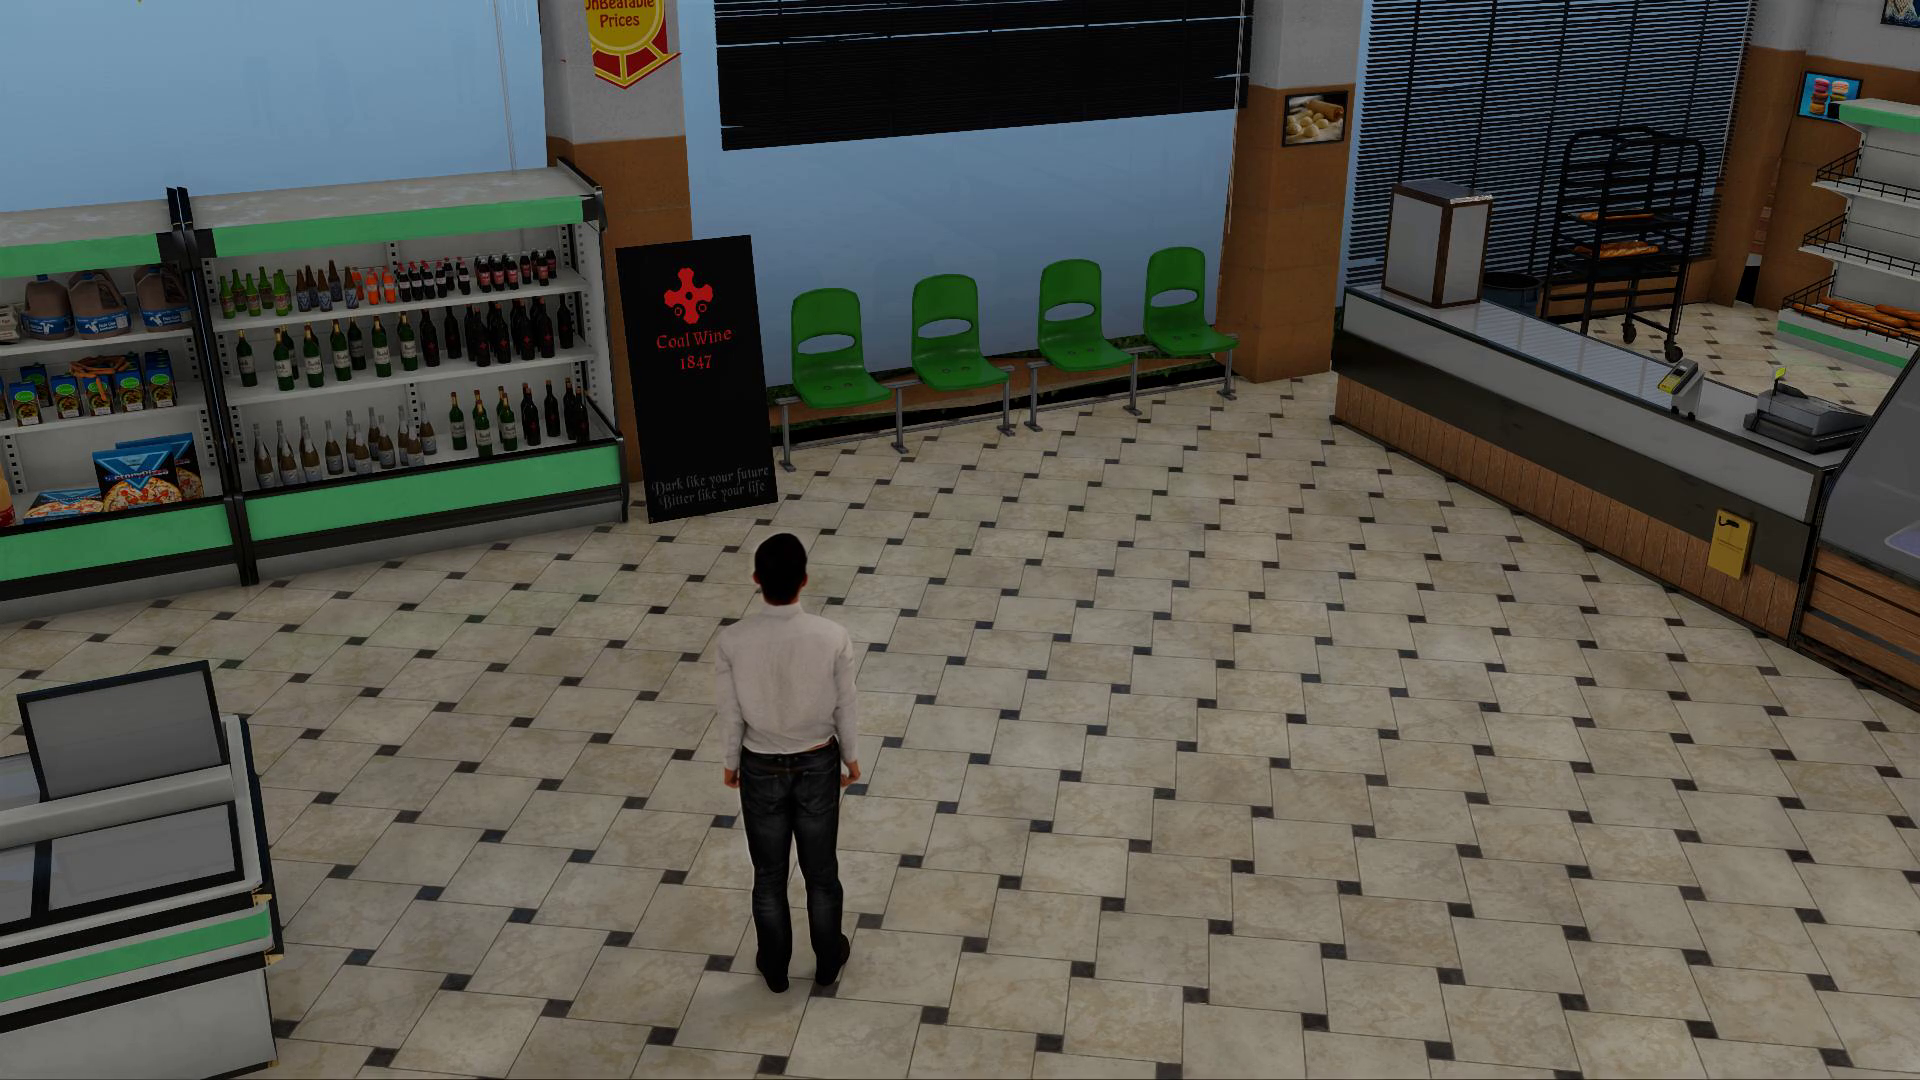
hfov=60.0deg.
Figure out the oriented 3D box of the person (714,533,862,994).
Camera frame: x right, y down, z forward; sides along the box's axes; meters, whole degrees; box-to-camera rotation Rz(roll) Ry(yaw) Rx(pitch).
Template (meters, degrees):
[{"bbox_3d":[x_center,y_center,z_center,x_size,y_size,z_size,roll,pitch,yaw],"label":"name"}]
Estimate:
[{"bbox_3d":[-0.612,0.822,5.987,0.621,1.811,0.784,-2,24,-5],"label":"person"}]
